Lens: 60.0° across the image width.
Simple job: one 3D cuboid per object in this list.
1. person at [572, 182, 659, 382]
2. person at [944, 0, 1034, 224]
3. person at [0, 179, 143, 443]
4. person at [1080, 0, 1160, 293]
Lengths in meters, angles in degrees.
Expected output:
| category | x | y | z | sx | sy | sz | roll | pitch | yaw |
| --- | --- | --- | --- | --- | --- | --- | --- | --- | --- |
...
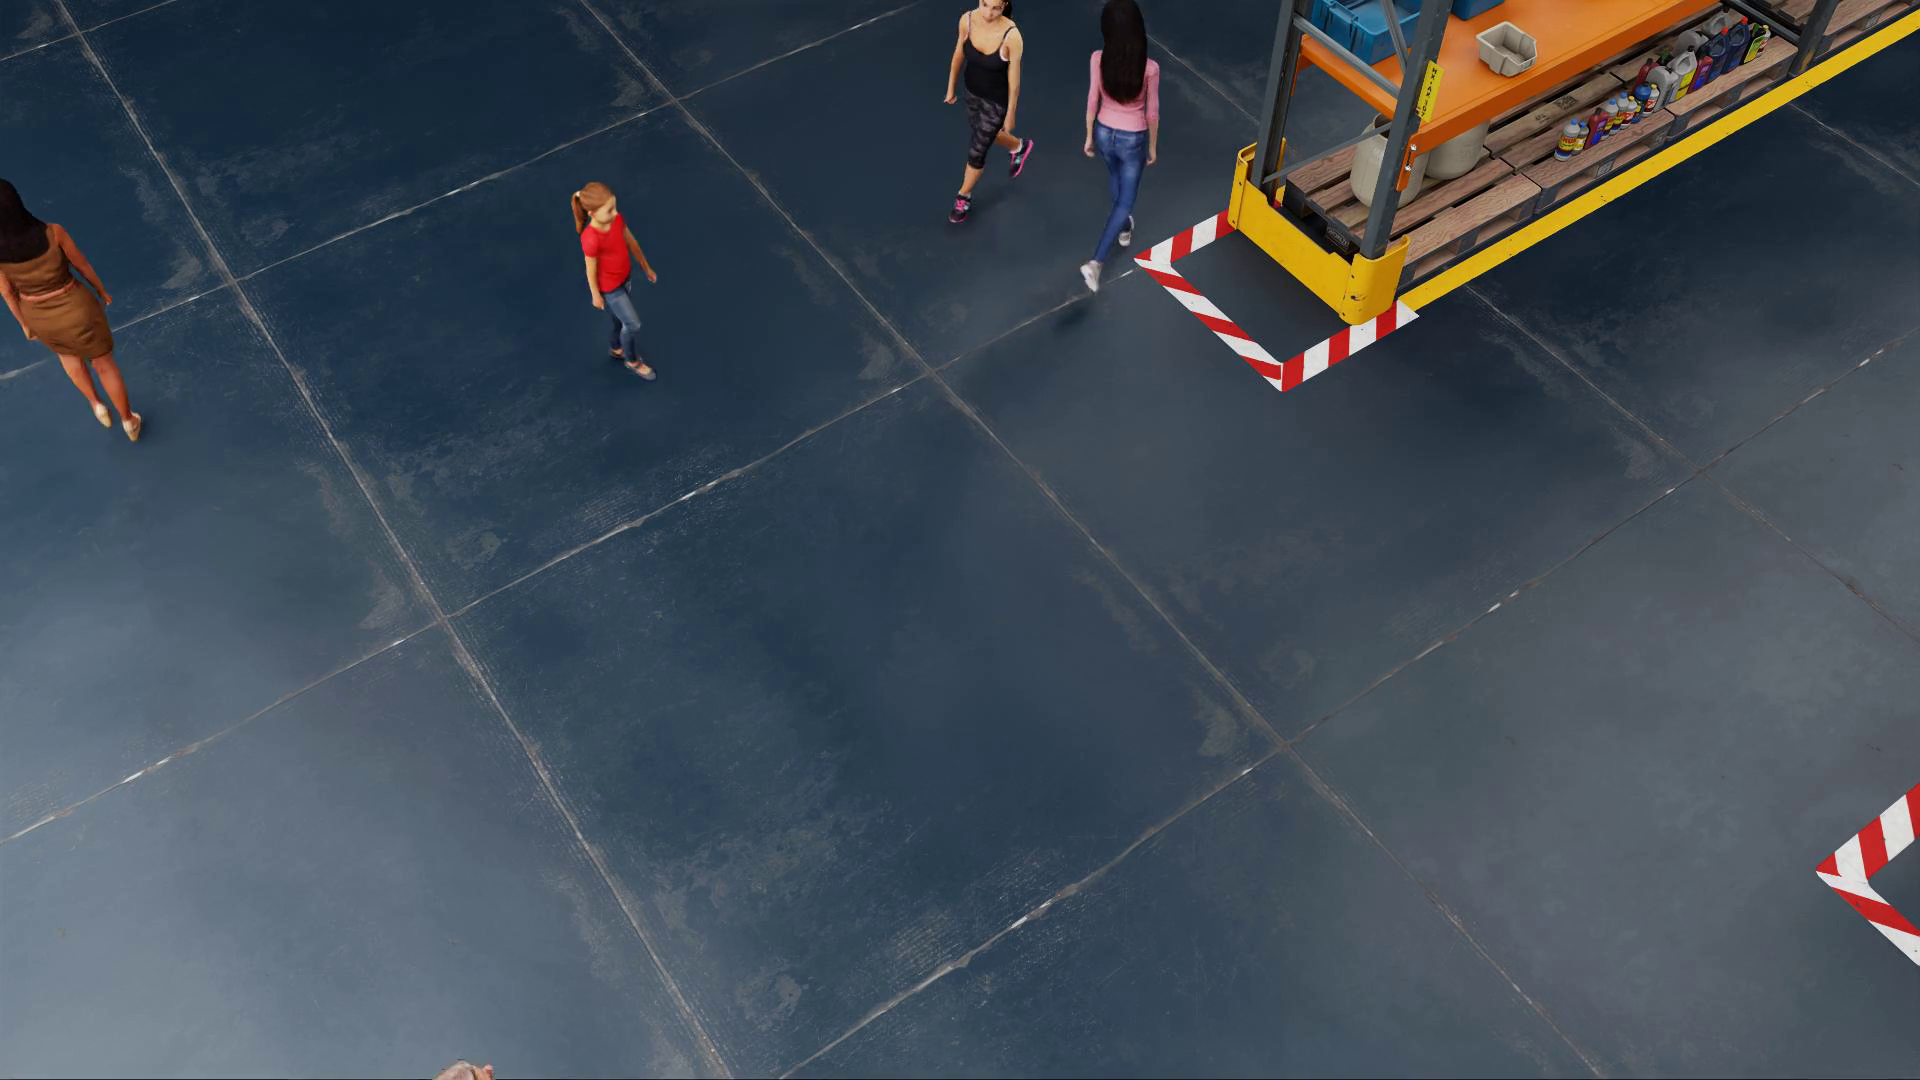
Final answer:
| category | x | y | z | sx | sy | sz | roll | pitch | yaw |
| --- | --- | --- | --- | --- | --- | --- | --- | --- | --- |
| person | -1.933 | -1.431 | 9.013 | 0.671 | 1.300 | 0.615 | 15 | 54 | 11 |
| person | 0.230 | -2.599 | 9.675 | 0.888 | 1.684 | 1.053 | 32 | 59 | 22 |
| person | -4.578 | -1.096 | 8.516 | 0.596 | 1.676 | 0.700 | -18 | 54 | -13 |
| person | 0.870 | -2.196 | 9.346 | 0.948 | 1.710 | 1.126 | 20 | 55 | 15 |
